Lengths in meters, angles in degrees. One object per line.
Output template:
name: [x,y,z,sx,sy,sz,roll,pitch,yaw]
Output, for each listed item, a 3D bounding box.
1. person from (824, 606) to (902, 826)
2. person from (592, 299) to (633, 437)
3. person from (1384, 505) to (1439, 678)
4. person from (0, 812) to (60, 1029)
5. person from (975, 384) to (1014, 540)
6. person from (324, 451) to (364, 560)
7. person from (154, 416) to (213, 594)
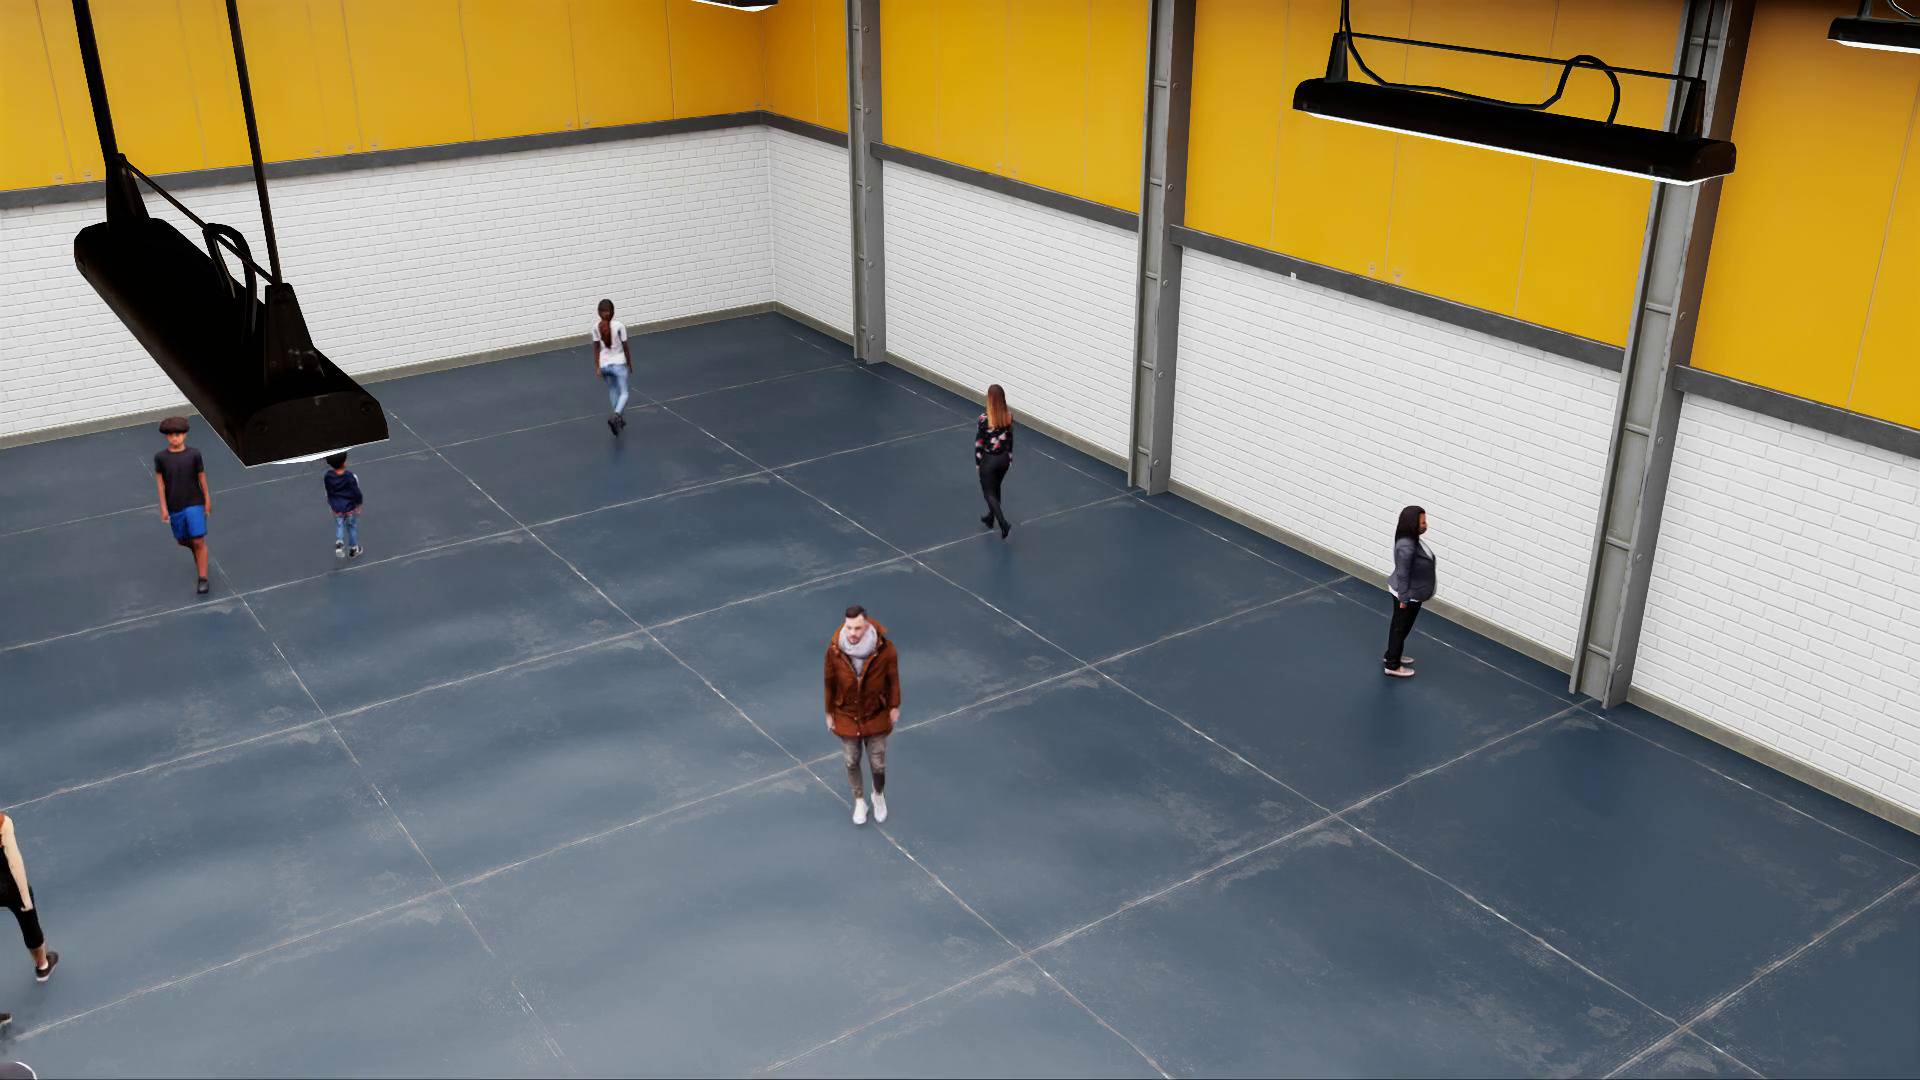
person: [-0.729,1.280,12.527,0.862,1.821,0.901,0,24,1]
person: [-4.253,-2.086,20.372,0.964,1.706,1.040,3,24,6]
person: [3.951,0.437,14.739,0.846,1.595,0.788,5,24,10]
person: [-6.079,2.277,10.412,0.924,1.688,1.202,-3,24,-8]
person: [0.393,-0.810,17.504,0.670,1.664,1.021,-11,26,-24]
person: [-6.340,-0.356,17.027,0.669,1.215,0.730,1,24,3]
person: [-7.633,-0.388,16.400,0.869,1.776,1.151,-6,24,-13]
